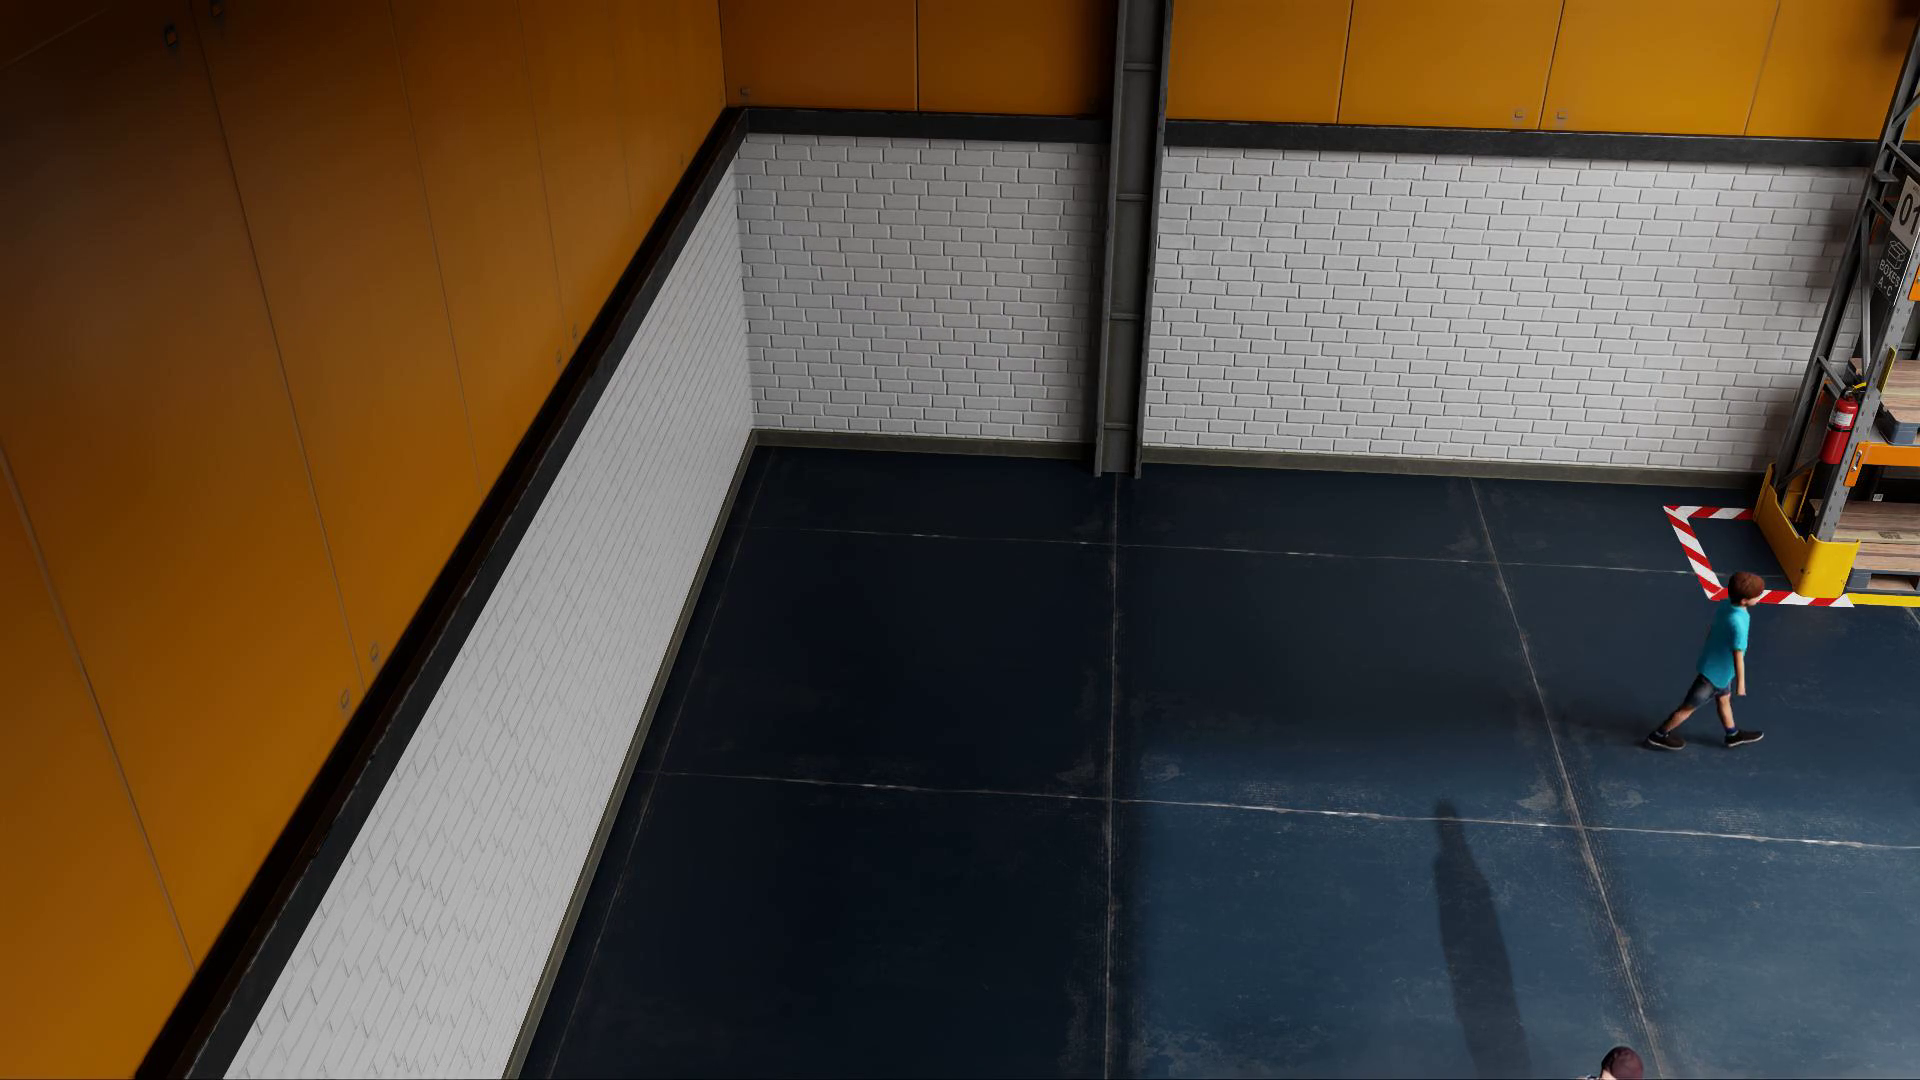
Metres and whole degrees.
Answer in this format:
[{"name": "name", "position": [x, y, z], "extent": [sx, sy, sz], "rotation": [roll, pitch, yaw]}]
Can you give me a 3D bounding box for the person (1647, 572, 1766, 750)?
[{"name": "person", "position": [4.875, 0.821, 10.860], "extent": [0.972, 1.409, 0.597], "rotation": [6, 34, 9]}]
